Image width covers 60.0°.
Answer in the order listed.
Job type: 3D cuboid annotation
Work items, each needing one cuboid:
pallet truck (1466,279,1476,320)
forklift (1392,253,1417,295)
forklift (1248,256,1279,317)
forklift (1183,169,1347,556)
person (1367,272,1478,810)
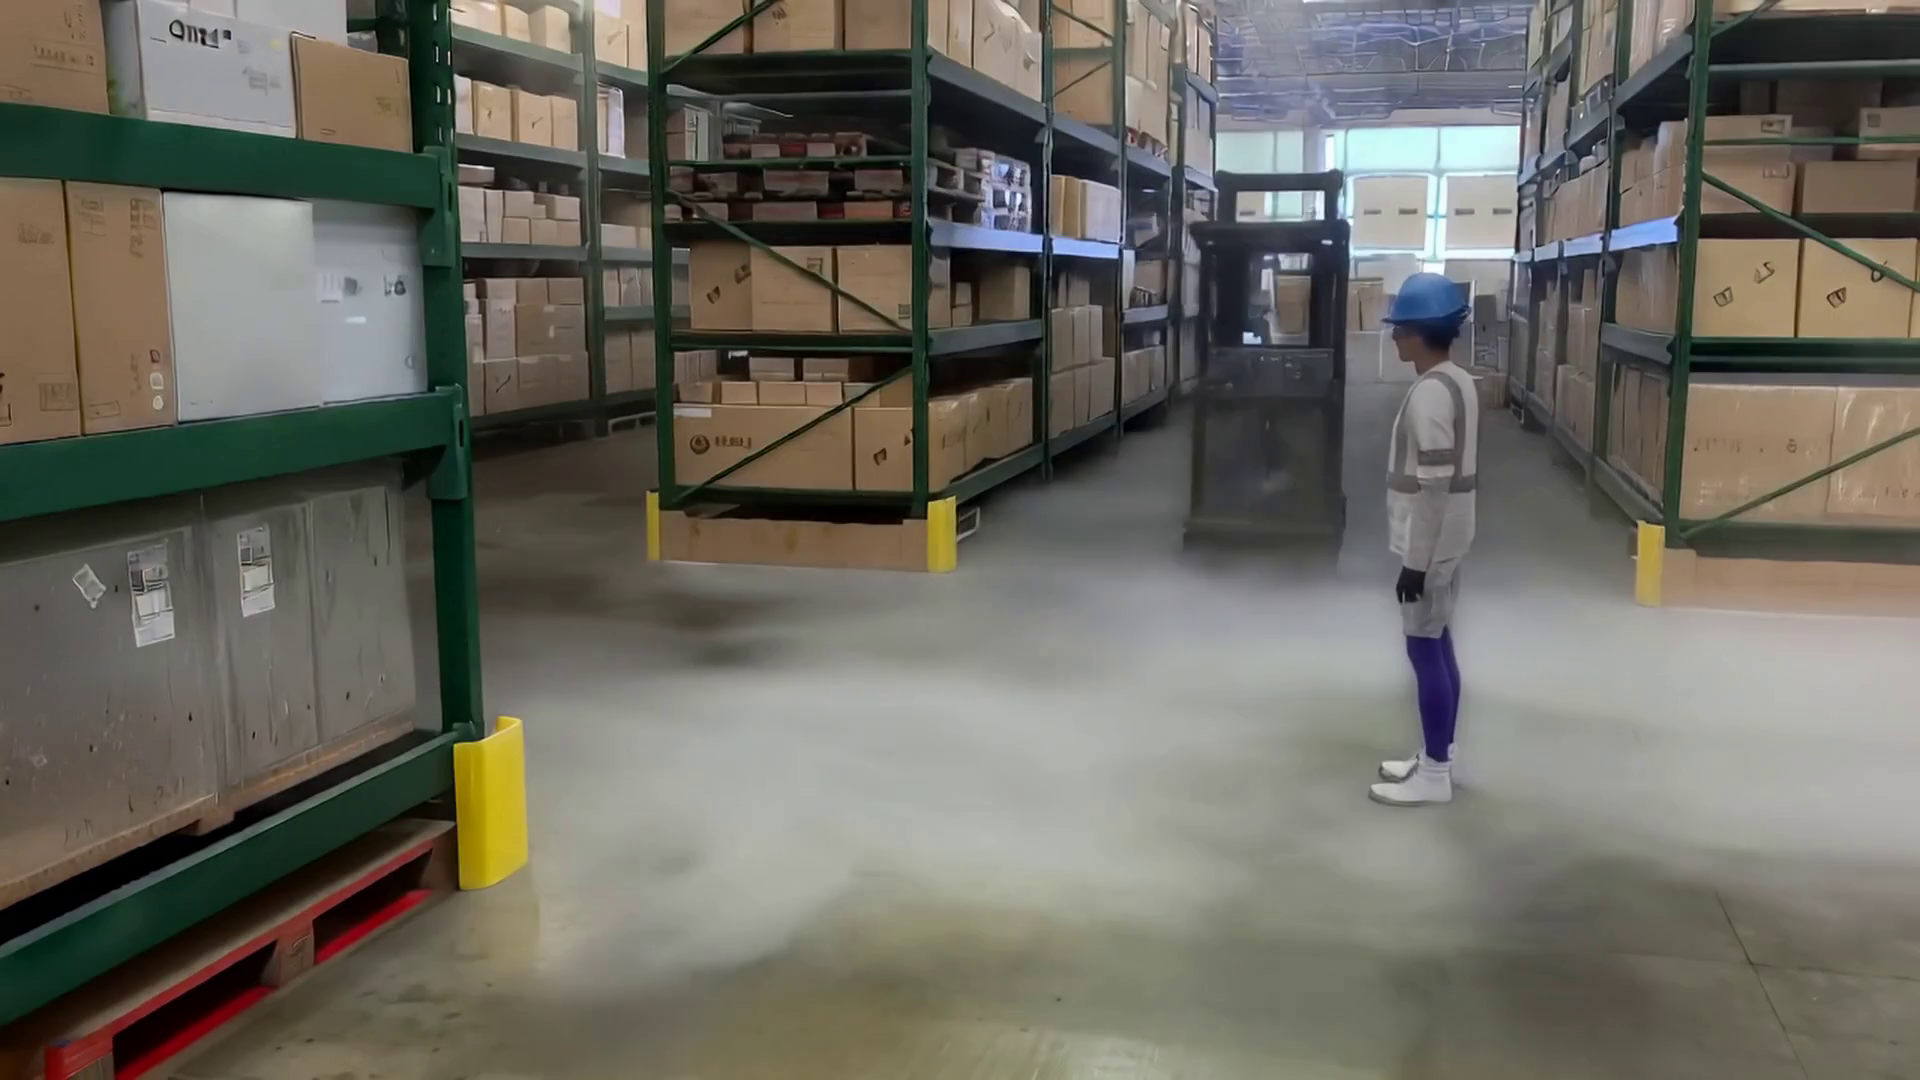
[{"bbox_3d":[18.896,-8.459,60.307,1.885,1.965,0.823,5,10,31],"label":"pallet truck"},{"bbox_3d":[14.534,-7.989,54.531,1.129,2.768,1.873,-9,12,-43],"label":"forklift"},{"bbox_3d":[11.269,-9.084,61.485,1.129,2.768,1.873,2,9,15],"label":"forklift"},{"bbox_3d":[2.406,-1.408,12.718,1.129,2.768,1.873,2,9,15],"label":"forklift"},{"bbox_3d":[1.762,0.008,6.372,0.390,2.041,0.614,4,10,24],"label":"person"}]
